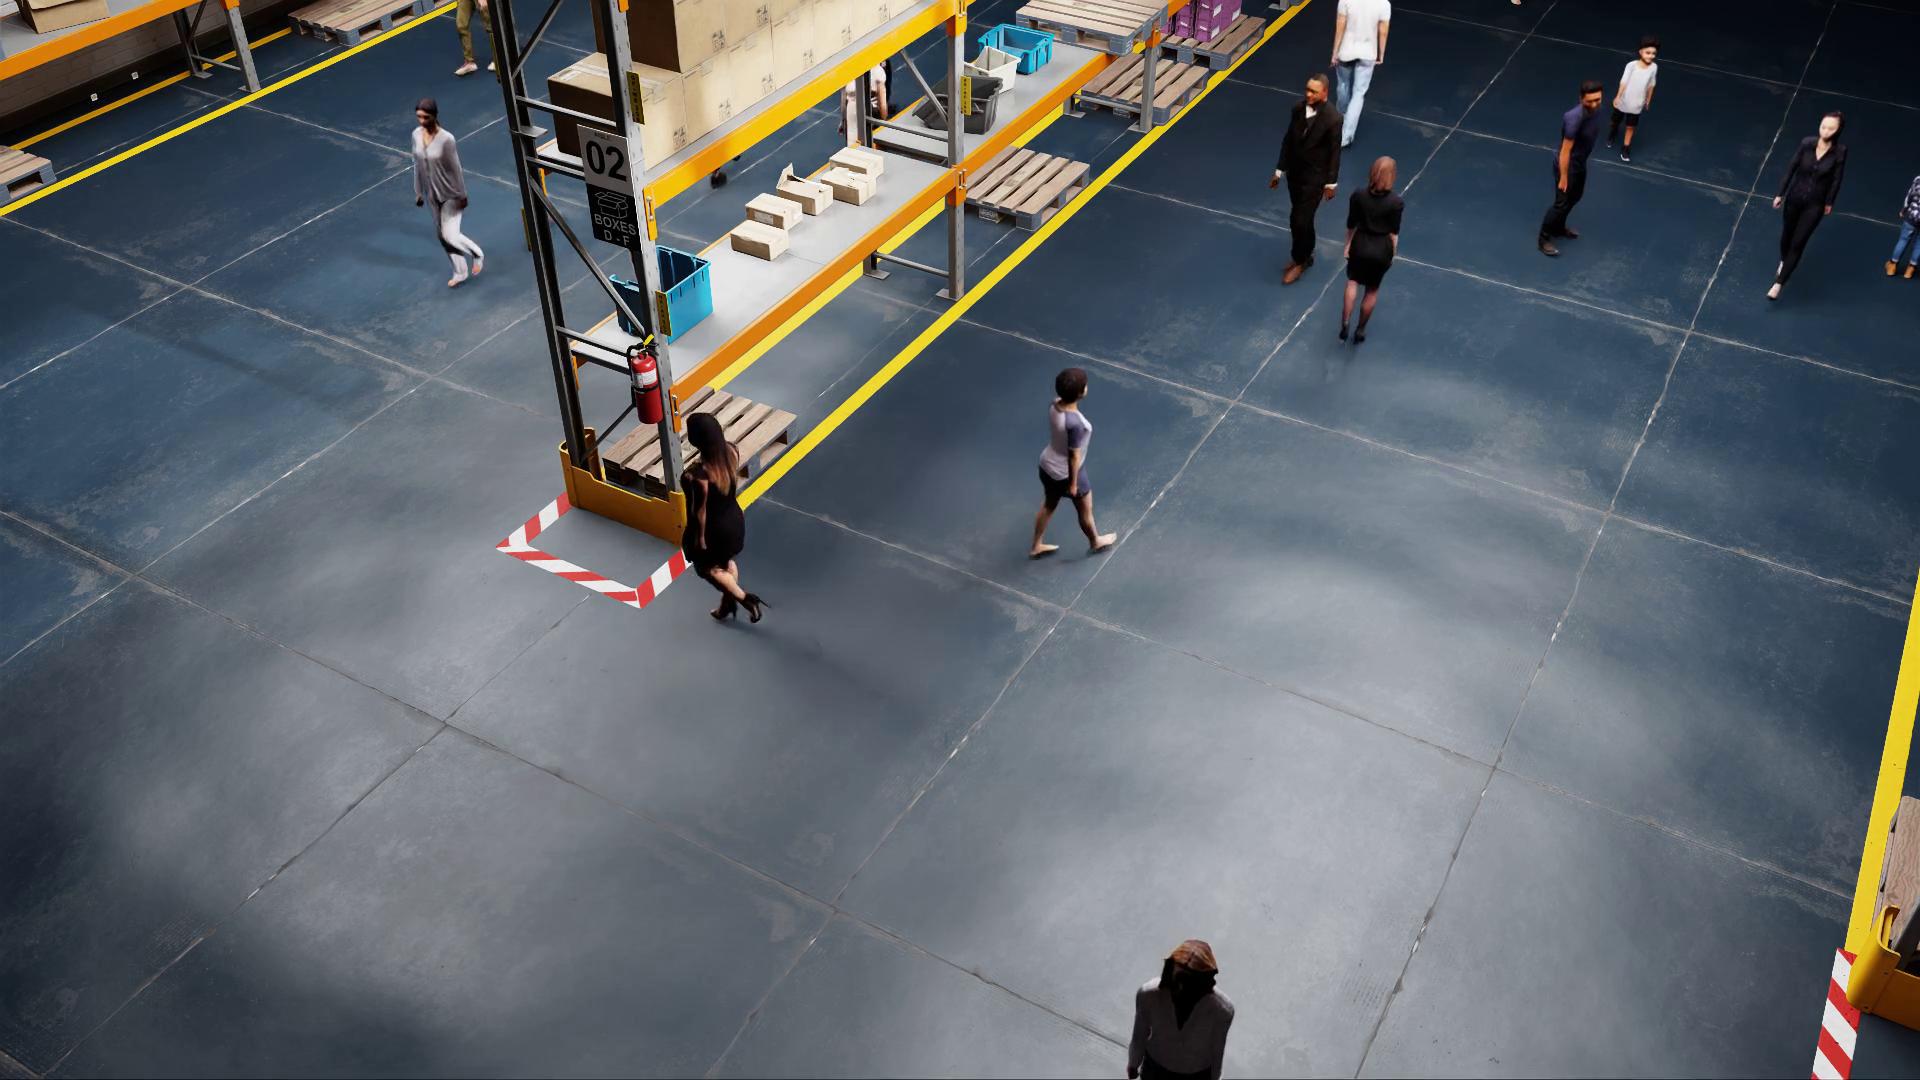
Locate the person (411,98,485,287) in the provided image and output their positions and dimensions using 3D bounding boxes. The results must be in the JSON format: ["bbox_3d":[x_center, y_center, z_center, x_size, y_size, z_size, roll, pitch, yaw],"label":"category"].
[{"bbox_3d":[-4.492,-3.088,14.650,0.614,1.760,0.685,18,42,21],"label":"person"}]

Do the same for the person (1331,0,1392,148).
[{"bbox_3d":[4.019,-4.888,16.862,0.778,1.813,1.200,15,41,18],"label":"person"}]

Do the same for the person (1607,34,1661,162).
[{"bbox_3d":[6.808,-4.511,16.840,0.638,1.252,0.763,7,39,9],"label":"person"}]

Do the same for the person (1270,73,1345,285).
[{"bbox_3d":[3.150,-3.249,14.751,0.906,1.886,0.842,-23,44,-26],"label":"person"}]

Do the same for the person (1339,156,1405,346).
[{"bbox_3d":[3.371,-2.329,13.753,0.605,1.693,0.700,18,42,21],"label":"person"}]

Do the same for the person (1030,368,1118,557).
[{"bbox_3d":[0.679,-0.500,11.591,0.974,1.534,0.855,-16,41,-19],"label":"person"}]

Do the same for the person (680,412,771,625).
[{"bbox_3d":[-1.528,-0.074,10.918,0.759,1.708,0.747,15,41,18],"label":"person"}]

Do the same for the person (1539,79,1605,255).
[{"bbox_3d":[5.512,-3.393,15.048,0.933,1.741,0.641,21,43,24],"label":"person"}]

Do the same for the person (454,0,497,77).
[{"bbox_3d":[-5.274,-6.057,18.345,0.665,1.789,0.837,19,42,22],"label":"person"}]

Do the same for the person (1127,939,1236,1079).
[{"bbox_3d":[1.019,2.410,7.757,0.729,1.771,1.110,12,40,15],"label":"person"}]

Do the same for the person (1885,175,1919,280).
[{"bbox_3d":[8.615,-2.939,14.872,0.498,1.250,0.486,18,42,21],"label":"person"}]

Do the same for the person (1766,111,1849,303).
[{"bbox_3d":[7.409,-2.960,14.565,0.708,1.665,1.075,26,45,29],"label":"person"}]
